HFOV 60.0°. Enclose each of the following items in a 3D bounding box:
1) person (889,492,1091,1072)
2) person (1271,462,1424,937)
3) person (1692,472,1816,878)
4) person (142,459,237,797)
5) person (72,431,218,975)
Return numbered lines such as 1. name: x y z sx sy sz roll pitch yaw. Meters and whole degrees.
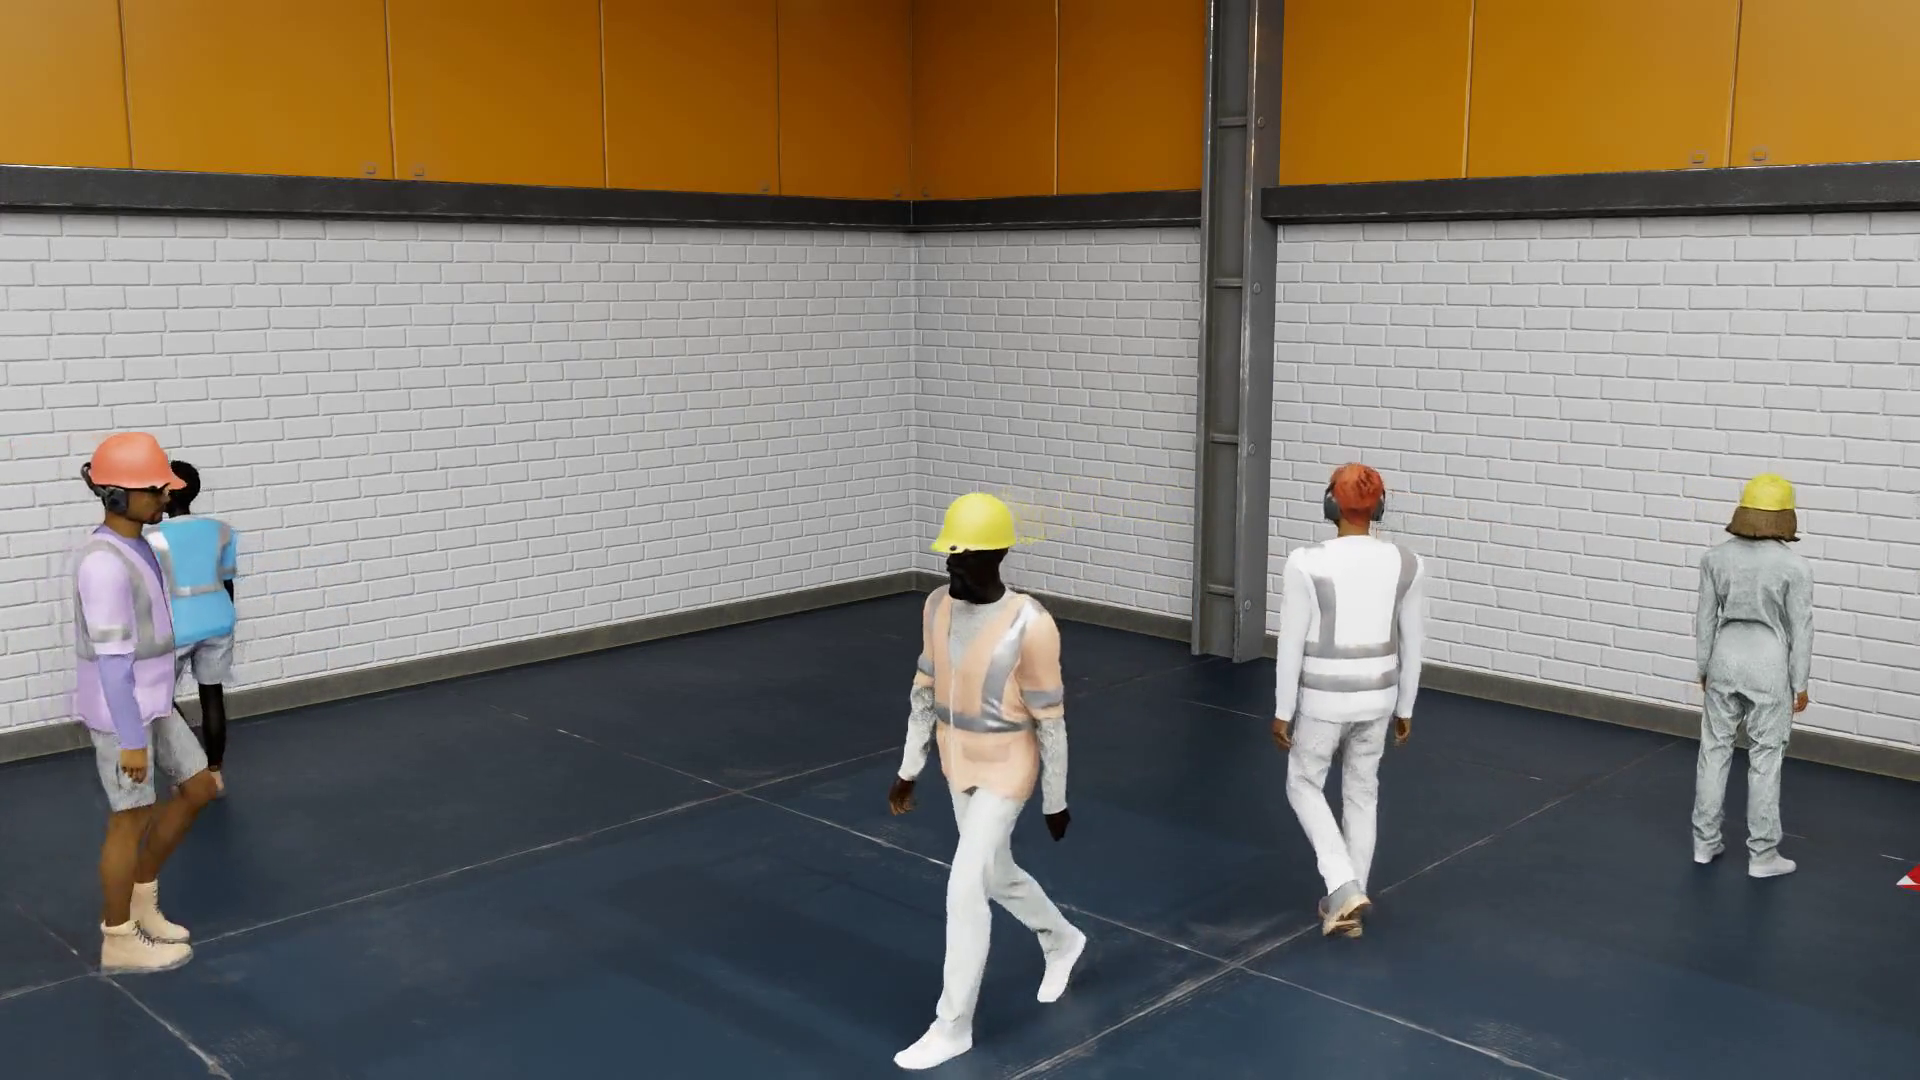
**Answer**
1. person: 0.138 0.761 5.622 0.896 1.894 0.588 -7 11 -36
2. person: 1.502 0.641 6.386 0.596 1.871 0.484 -2 9 -11
3. person: 3.434 0.575 7.197 0.318 1.742 0.492 -8 12 -39
4. person: -3.783 0.444 8.160 0.354 1.682 0.541 8 12 39
5. person: -3.011 0.612 6.094 0.473 2.024 0.635 -3 10 -15
